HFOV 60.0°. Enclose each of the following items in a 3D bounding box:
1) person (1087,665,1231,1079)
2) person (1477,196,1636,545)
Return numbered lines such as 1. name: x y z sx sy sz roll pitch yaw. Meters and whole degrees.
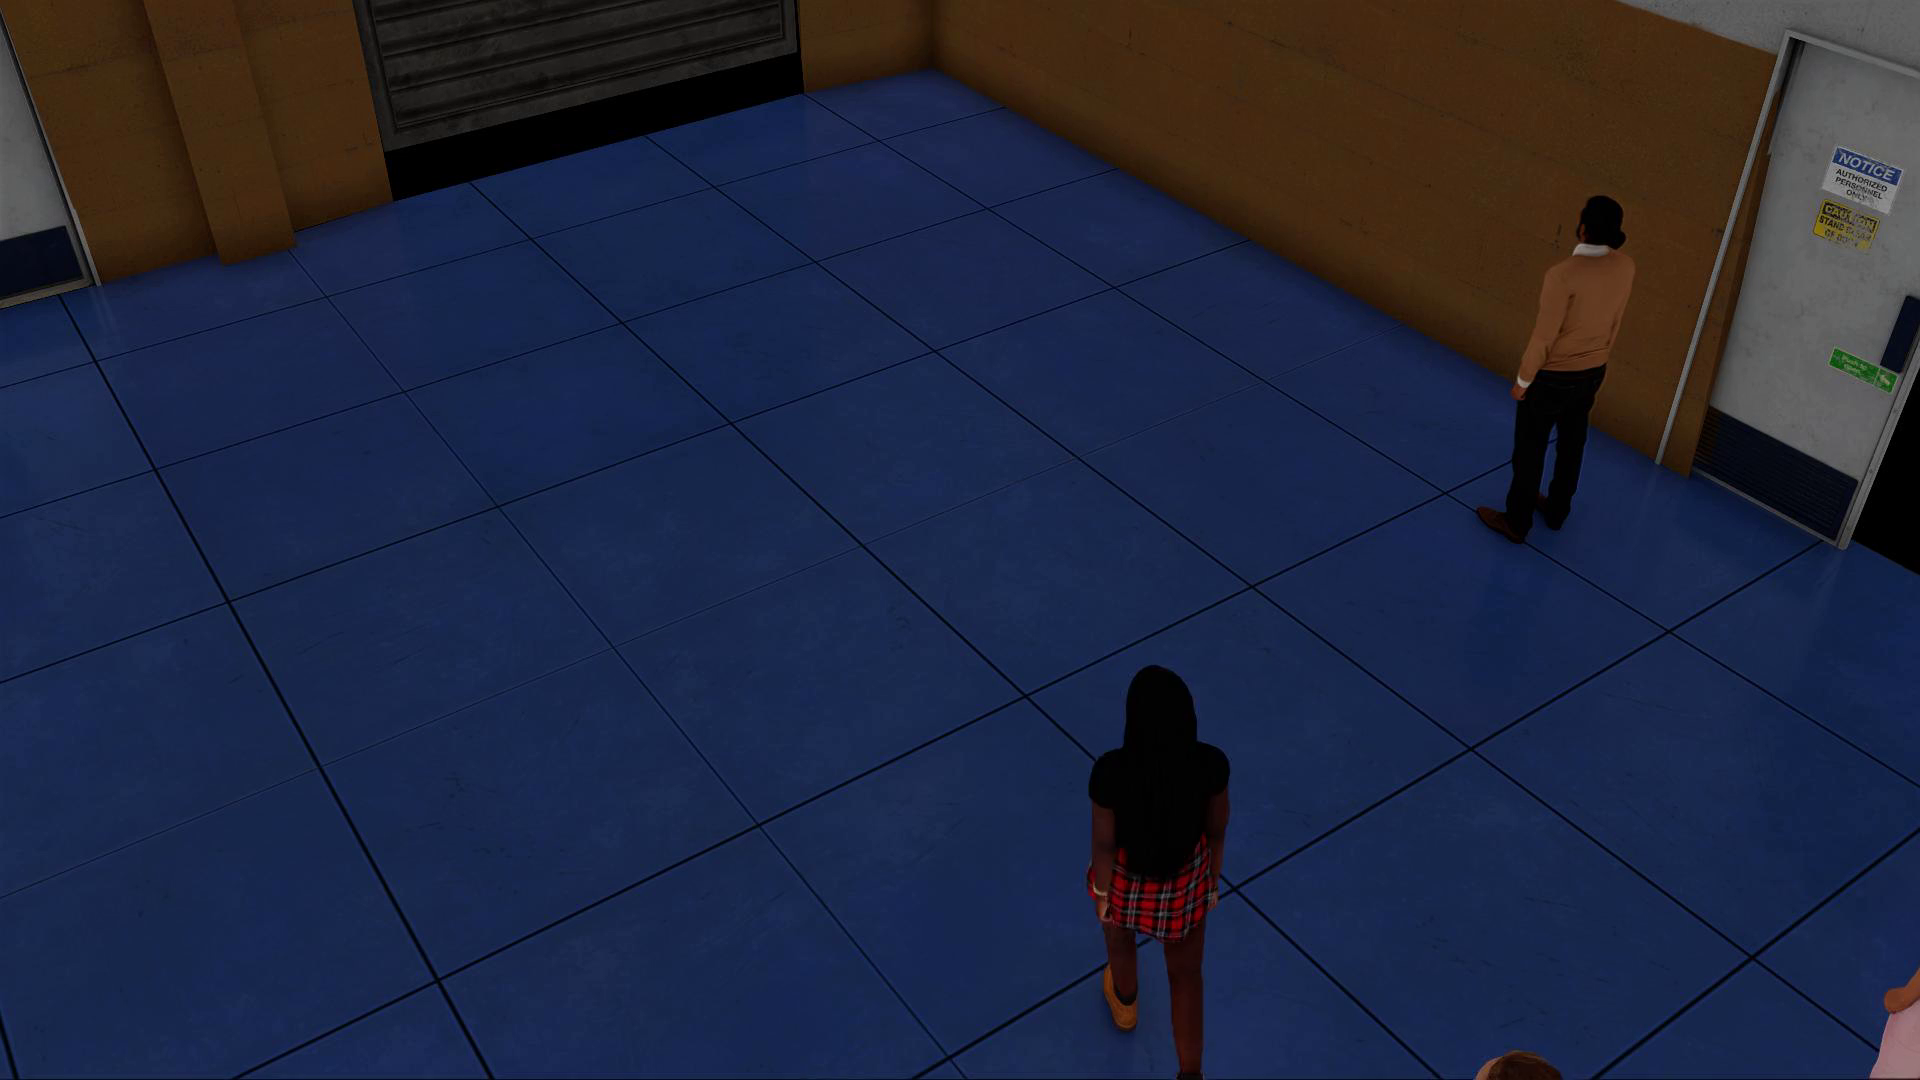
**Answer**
1. person: 0.615 1.153 5.196 1.107 1.699 0.999 -4 37 -5
2. person: 2.798 -0.777 7.721 0.575 1.754 0.764 -15 40 -19
